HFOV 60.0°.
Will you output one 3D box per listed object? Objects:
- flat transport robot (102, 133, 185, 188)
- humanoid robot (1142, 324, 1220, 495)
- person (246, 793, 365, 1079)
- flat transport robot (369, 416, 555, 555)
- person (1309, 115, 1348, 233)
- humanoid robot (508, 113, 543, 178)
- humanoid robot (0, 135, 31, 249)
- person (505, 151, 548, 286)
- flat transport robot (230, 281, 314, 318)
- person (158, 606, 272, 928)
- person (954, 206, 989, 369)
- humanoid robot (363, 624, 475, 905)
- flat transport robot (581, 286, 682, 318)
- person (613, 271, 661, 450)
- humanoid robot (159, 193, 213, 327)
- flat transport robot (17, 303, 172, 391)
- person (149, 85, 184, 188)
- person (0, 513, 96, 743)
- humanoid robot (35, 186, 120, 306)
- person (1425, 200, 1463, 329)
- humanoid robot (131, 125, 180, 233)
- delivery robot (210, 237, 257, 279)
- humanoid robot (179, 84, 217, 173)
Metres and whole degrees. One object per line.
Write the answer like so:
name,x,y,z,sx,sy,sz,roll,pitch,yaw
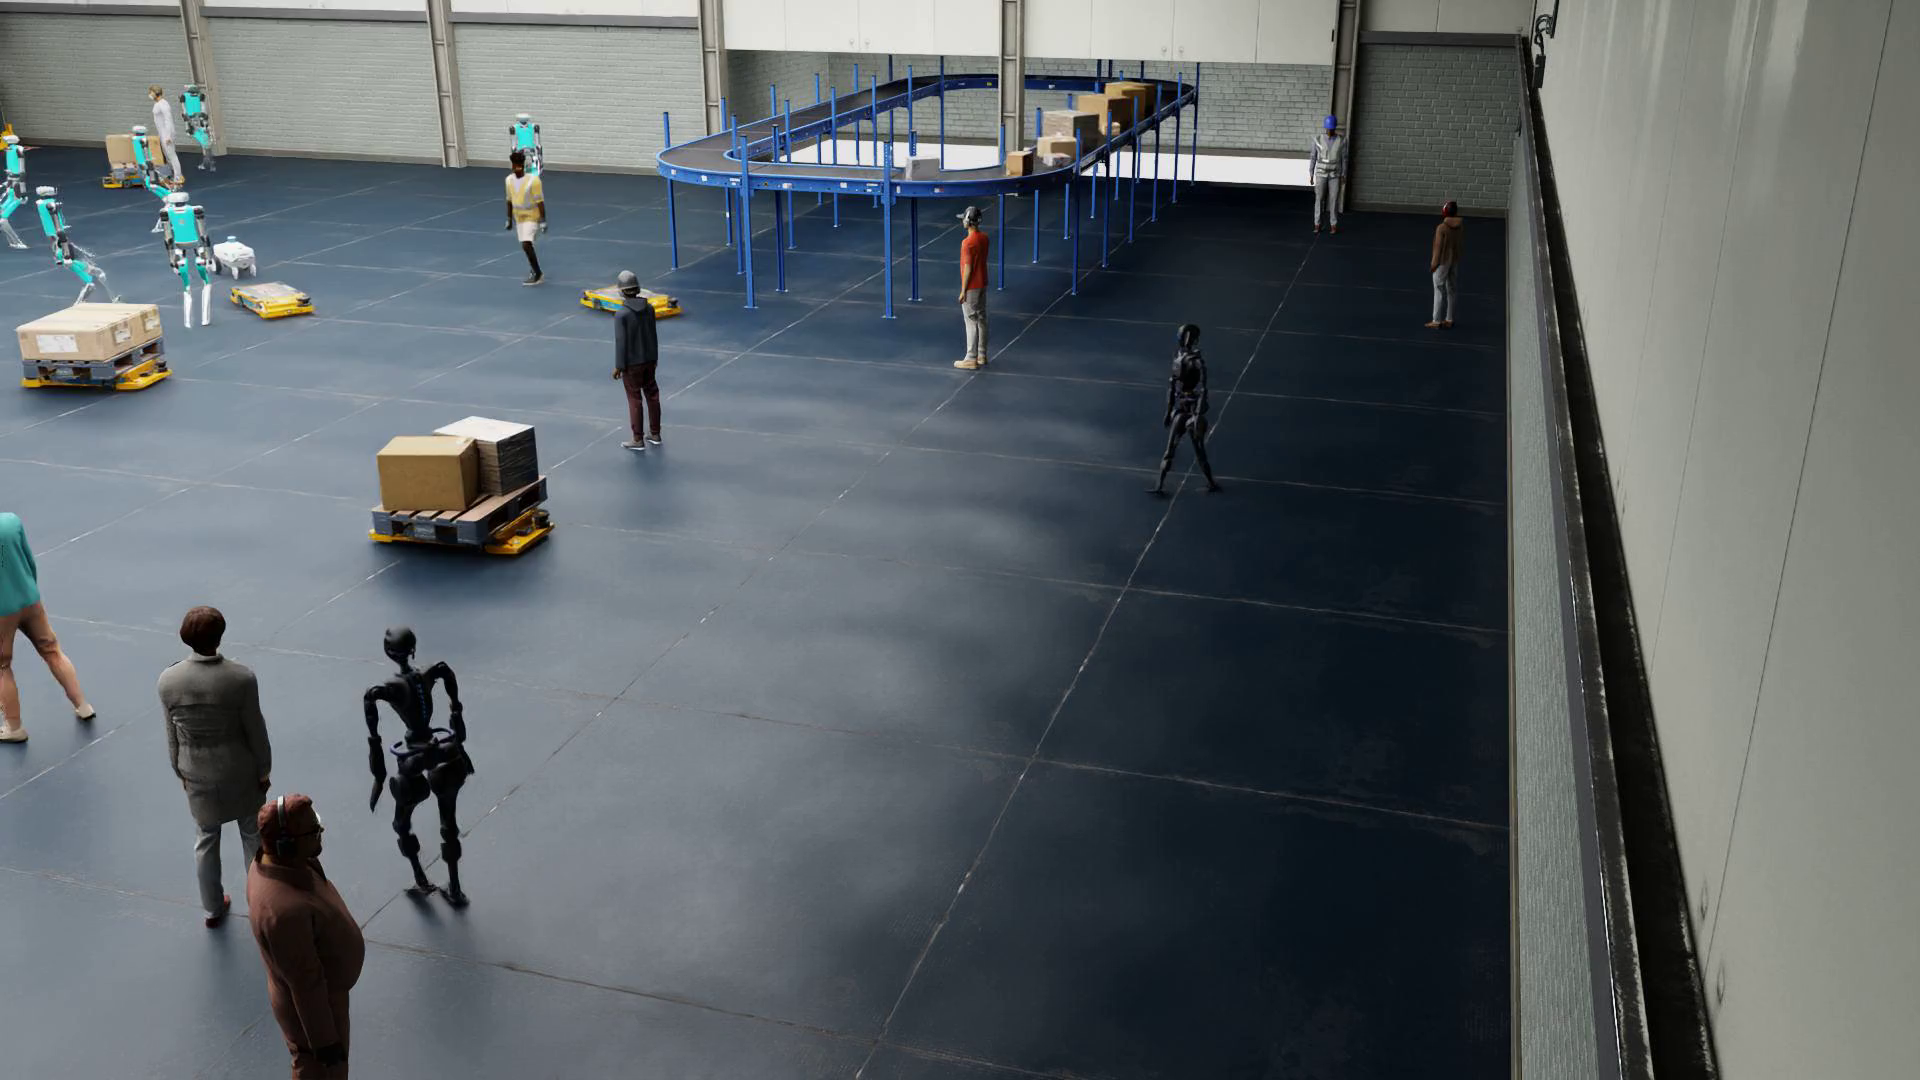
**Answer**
flat transport robot,-15.961,-7.064,32.500,1.431,0.231,0.659,-11,24,-27
humanoid robot,2.099,-1.174,15.338,0.792,1.632,0.605,-11,23,-25
person,-2.676,1.913,6.942,0.413,1.908,0.639,-11,23,-25
flat transport robot,-4.336,-0.125,14.502,1.431,0.231,0.659,6,22,14
person,6.102,-6.067,27.612,0.611,1.933,0.412,2,21,5
humanoid robot,-7.496,-6.491,28.988,0.549,1.766,0.965,-7,22,-19
humanoid robot,-15.111,-5.486,26.361,0.546,1.770,0.771,15,26,35
person,-6.195,-4.571,23.715,0.694,1.932,0.479,13,25,30
flat transport robot,-9.400,-3.279,22.683,0.659,0.231,1.431,-17,27,-36
person,-3.928,1.215,8.879,0.507,1.823,0.365,-4,21,-9
person,0.132,-2.977,19.620,0.394,1.912,0.478,12,24,28
humanoid robot,-2.936,1.218,9.059,0.602,1.644,0.456,-19,28,-40
flat transport robot,-4.467,-3.223,22.536,1.431,0.231,0.659,19,28,41
person,-3.251,-1.806,16.723,0.377,1.807,0.538,16,26,36
humanoid robot,-9.950,-3.618,21.555,0.541,1.821,0.661,-7,22,-17
flat transport robot,-9.938,-1.921,19.160,1.431,0.231,0.659,2,21,5
person,-15.285,-7.766,32.001,0.352,1.937,0.634,-14,25,-32
person,-6.173,0.434,10.853,0.536,1.849,0.724,12,24,29
humanoid robot,-11.672,-3.855,22.172,0.931,1.783,0.556,-19,28,-41
person,6.273,-3.544,21.441,0.467,1.651,0.309,-11,23,-25
humanoid robot,-13.313,-6.031,27.732,0.685,1.765,0.556,-17,27,-37
delivery robot,-10.762,-4.209,24.654,0.744,0.564,0.499,20,28,41
humanoid robot,-15.320,-8.301,33.706,0.942,1.768,0.551,17,27,38
